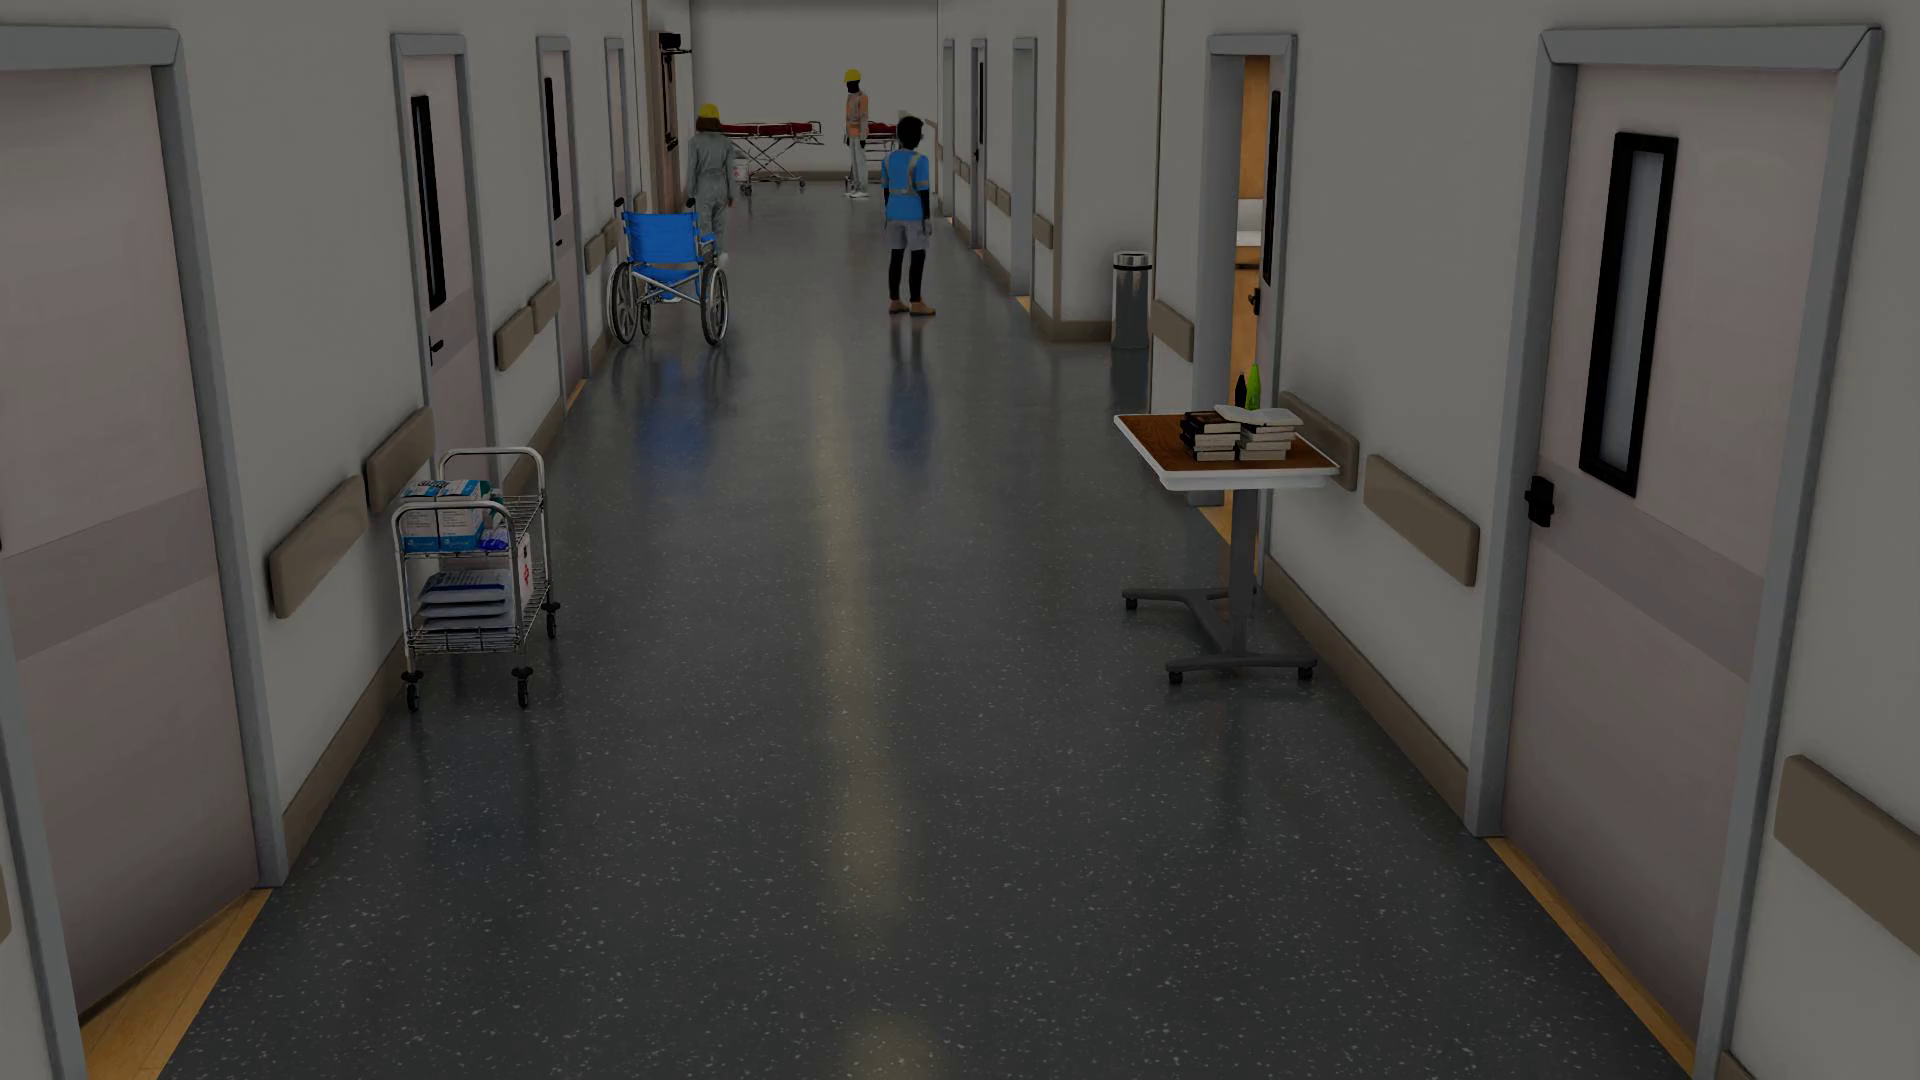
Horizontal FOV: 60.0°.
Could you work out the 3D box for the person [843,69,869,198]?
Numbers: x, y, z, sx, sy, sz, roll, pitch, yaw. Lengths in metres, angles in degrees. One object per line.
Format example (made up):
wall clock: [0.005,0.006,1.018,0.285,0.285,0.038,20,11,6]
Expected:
person: [-1.591,-6.199,25.381,0.399,1.918,0.588,-8,18,-25]

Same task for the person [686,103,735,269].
person: [-2.448,-3.466,16.562,0.493,1.725,0.579,-12,20,-34]

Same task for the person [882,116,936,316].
person: [-0.461,-2.782,14.344,0.581,1.694,0.319,15,22,41]
